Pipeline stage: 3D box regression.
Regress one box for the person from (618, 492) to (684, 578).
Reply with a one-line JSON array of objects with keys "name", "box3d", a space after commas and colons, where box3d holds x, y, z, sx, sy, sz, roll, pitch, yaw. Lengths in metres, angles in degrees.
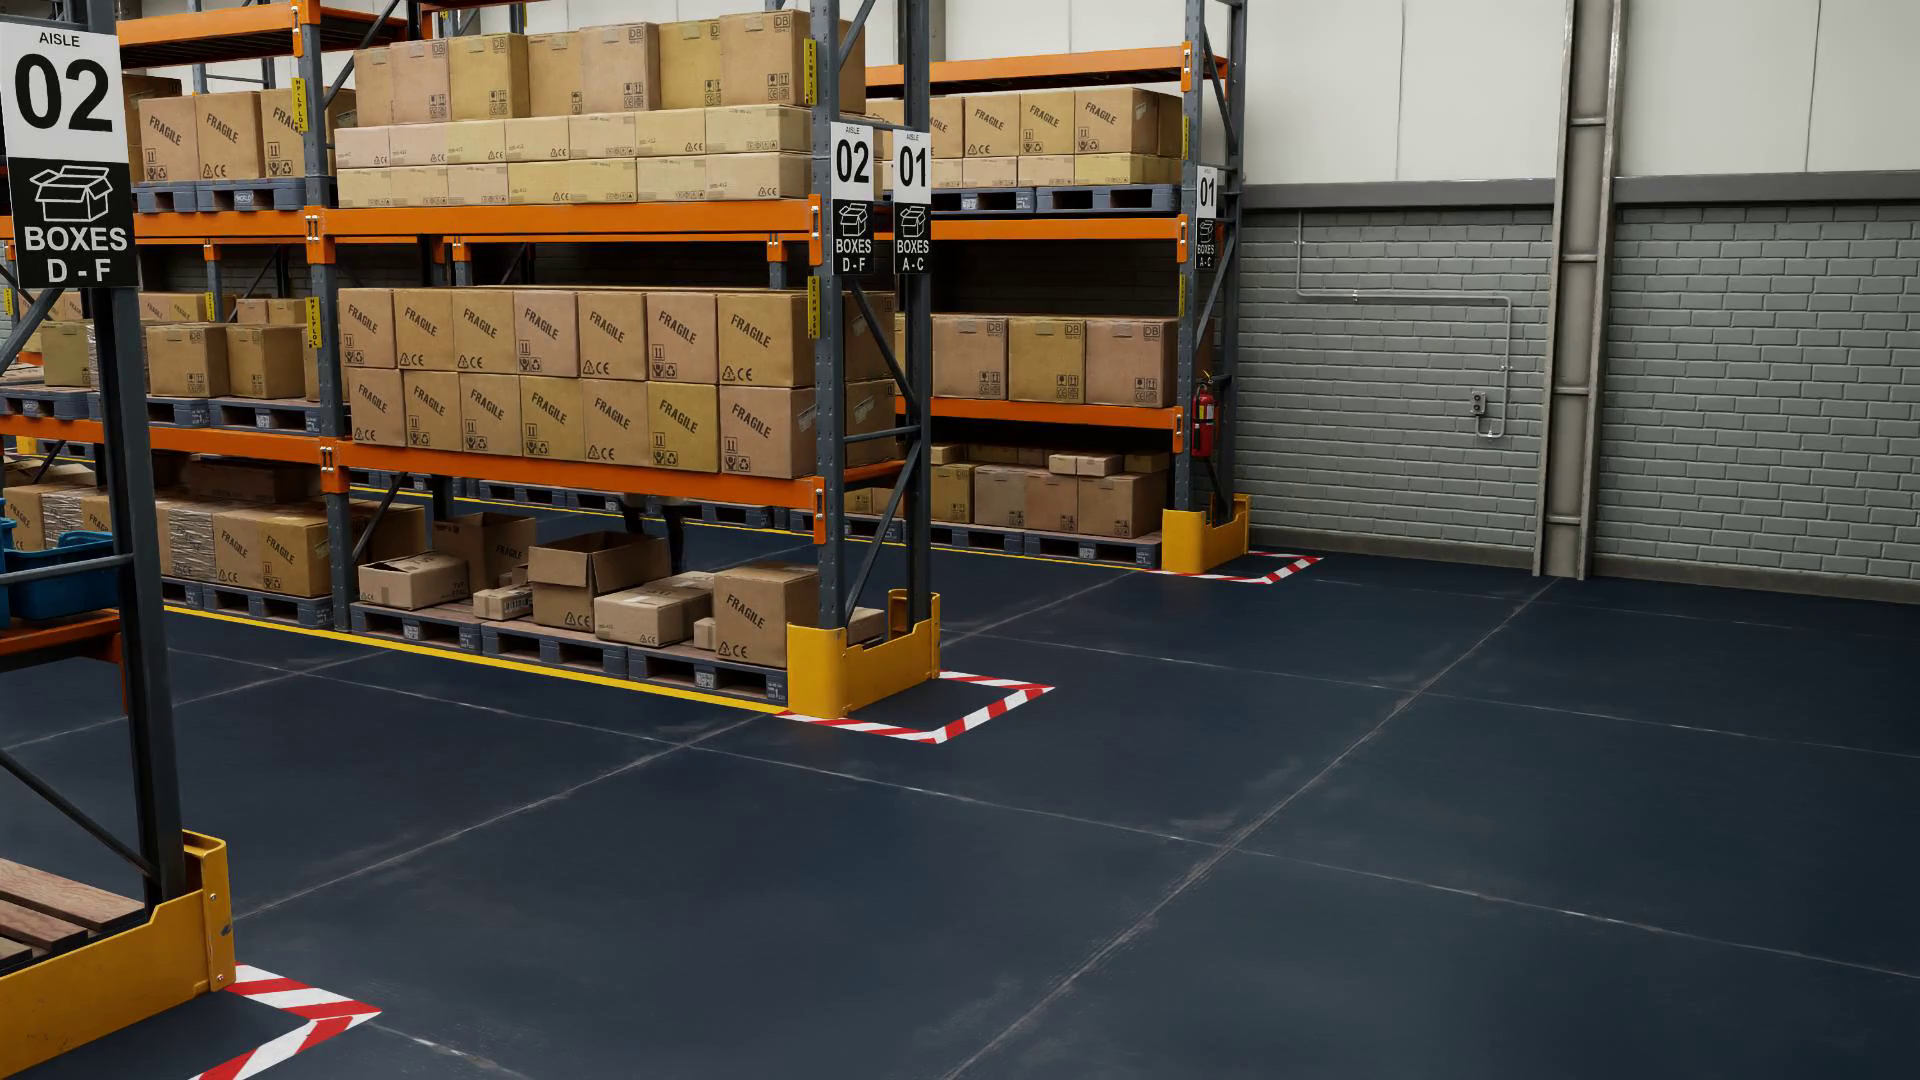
[{"name": "person", "box3d": [-2.353, -0.593, 12.671, 0.622, 1.943, 0.616, 8, 12, 38]}]
